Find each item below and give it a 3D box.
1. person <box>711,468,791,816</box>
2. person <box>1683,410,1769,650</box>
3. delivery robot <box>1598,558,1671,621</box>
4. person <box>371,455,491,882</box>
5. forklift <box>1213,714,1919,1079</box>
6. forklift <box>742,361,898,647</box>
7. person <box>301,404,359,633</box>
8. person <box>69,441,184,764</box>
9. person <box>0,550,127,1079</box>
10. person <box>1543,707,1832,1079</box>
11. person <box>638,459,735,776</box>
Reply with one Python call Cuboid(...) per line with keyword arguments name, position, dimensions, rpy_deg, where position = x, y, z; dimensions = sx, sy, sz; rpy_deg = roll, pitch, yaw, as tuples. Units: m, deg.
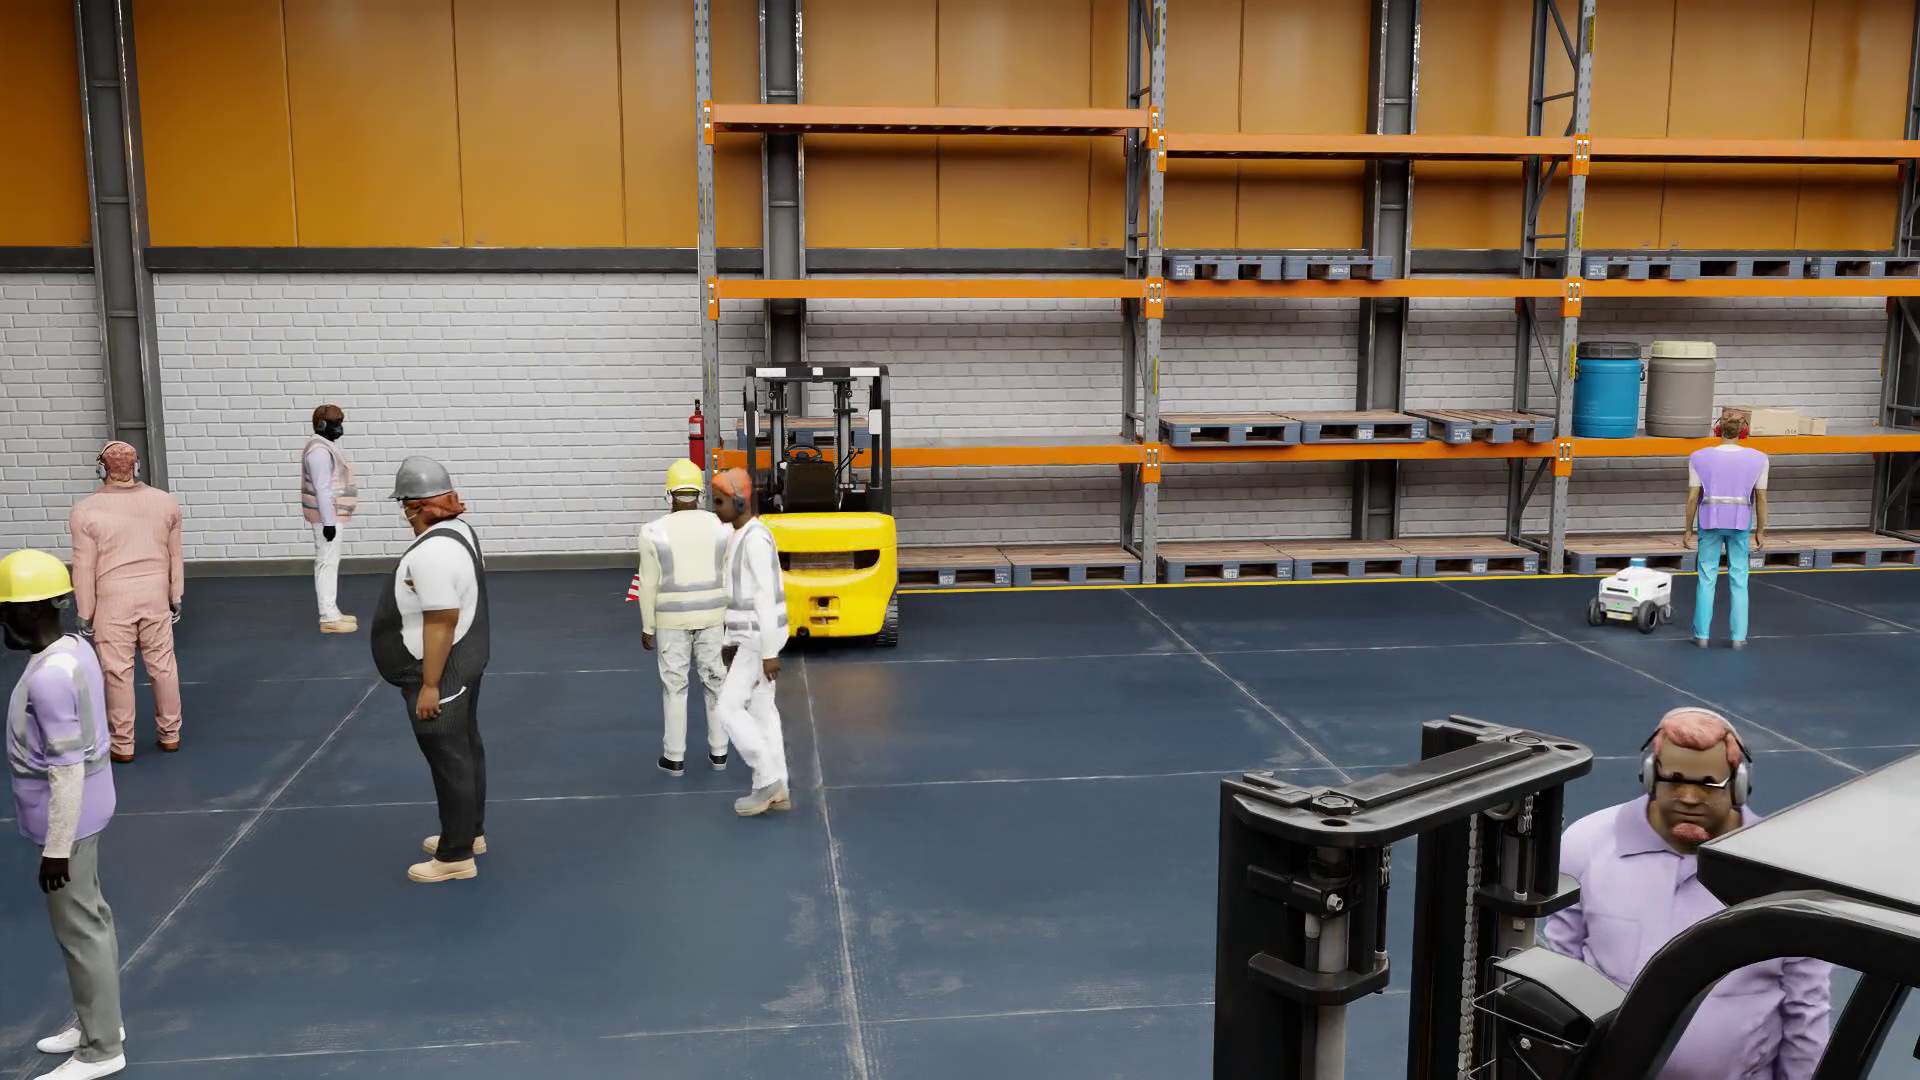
Cuboid(name="person", position=(-1.120, 0.547, 8.859), dimensions=(0.465, 1.860, 0.617), rpy_deg=(-2, 9, -12))
Cuboid(name="person", position=(5.876, -0.073, 12.784), dimensions=(0.568, 1.843, 0.374), rpy_deg=(3, 10, 18))
Cuboid(name="delivery robot", position=(5.521, 0.394, 13.590), dimensions=(0.477, 0.478, 0.707), rpy_deg=(9, 13, 44))
Cuboid(name="person", position=(-2.534, 0.602, 7.966), dimensions=(0.535, 2.000, 0.684), rpy_deg=(-1, 9, -4))
Cuboid(name="forklift", position=(1.441, 1.425, 2.350), dimensions=(1.214, 2.155, 2.313), rpy_deg=(-7, 12, -39))
Cuboid(name="forklift", position=(-1.154, -0.340, 13.365), dimensions=(1.214, 2.155, 2.313), rpy_deg=(-1, 9, -7))
Cuboid(name="person", position=(-5.087, -0.177, 13.459), dimensions=(0.430, 1.839, 0.625), rpy_deg=(-3, 10, -18))
Cuboid(name="person", position=(-4.935, 0.364, 9.867), dimensions=(0.407, 1.908, 0.641), rpy_deg=(7, 12, 38))
Cuboid(name="person", position=(-3.215, 0.985, 5.923), dimensions=(0.373, 1.925, 0.595), rpy_deg=(-4, 10, -23))
Cuboid(name="person", position=(1.679, 1.319, 3.938), dimensions=(0.645, 1.899, 0.401), rpy_deg=(5, 10, 28))
Cuboid(name="person", position=(-1.564, 0.445, 9.591), dimensions=(0.587, 1.833, 0.404), rpy_deg=(-4, 10, -24))
